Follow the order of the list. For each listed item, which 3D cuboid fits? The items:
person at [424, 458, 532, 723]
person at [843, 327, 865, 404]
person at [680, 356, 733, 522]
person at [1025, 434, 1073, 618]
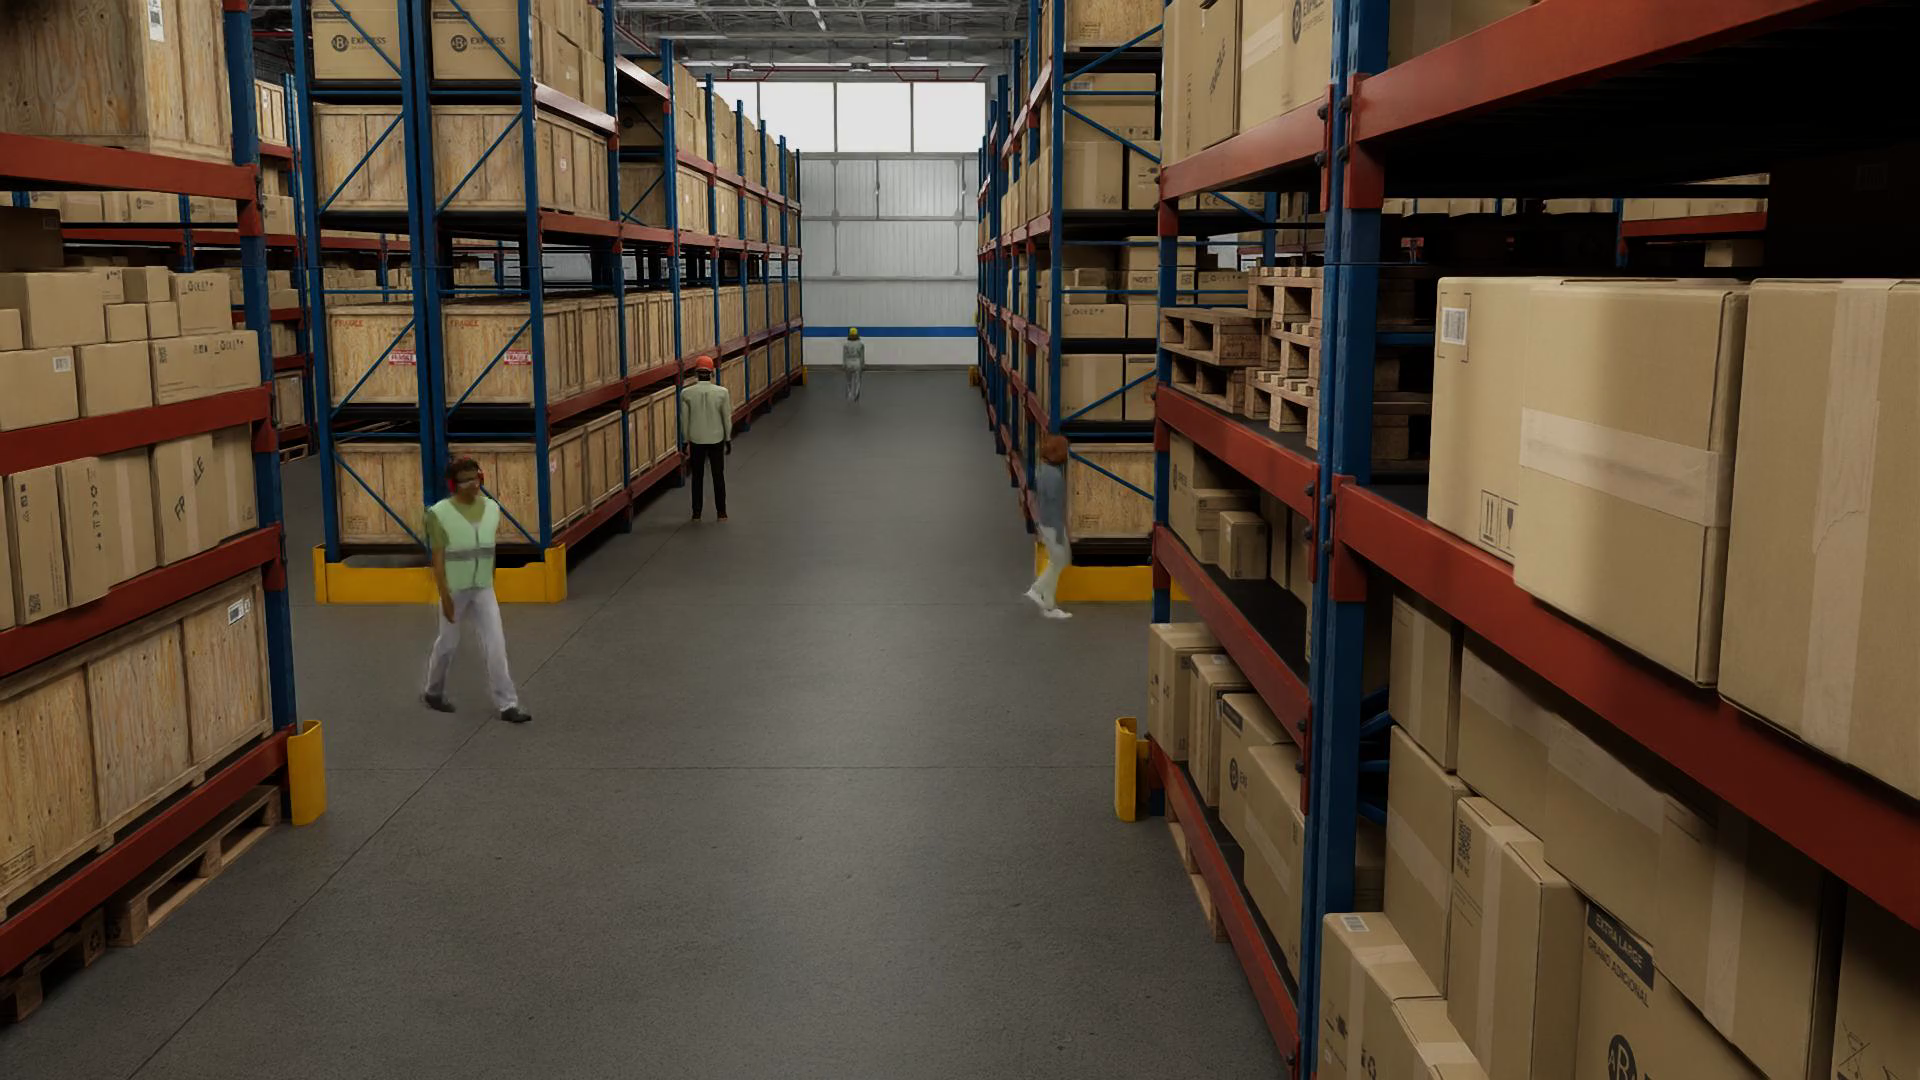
[{"bbox_3d":[-3.325,0.328,11.180,0.969,1.793,0.571,7,12,38],"label":"person"},{"bbox_3d":[-2.398,-3.930,37.522,0.493,1.718,0.741,-1,9,-8],"label":"person"},{"bbox_3d":[-3.042,-1.208,19.966,0.622,1.993,0.381,-1,9,-9],"label":"person"},{"bbox_3d":[0.830,-0.115,14.414,0.366,1.617,0.518,0,9,0],"label":"person"}]
